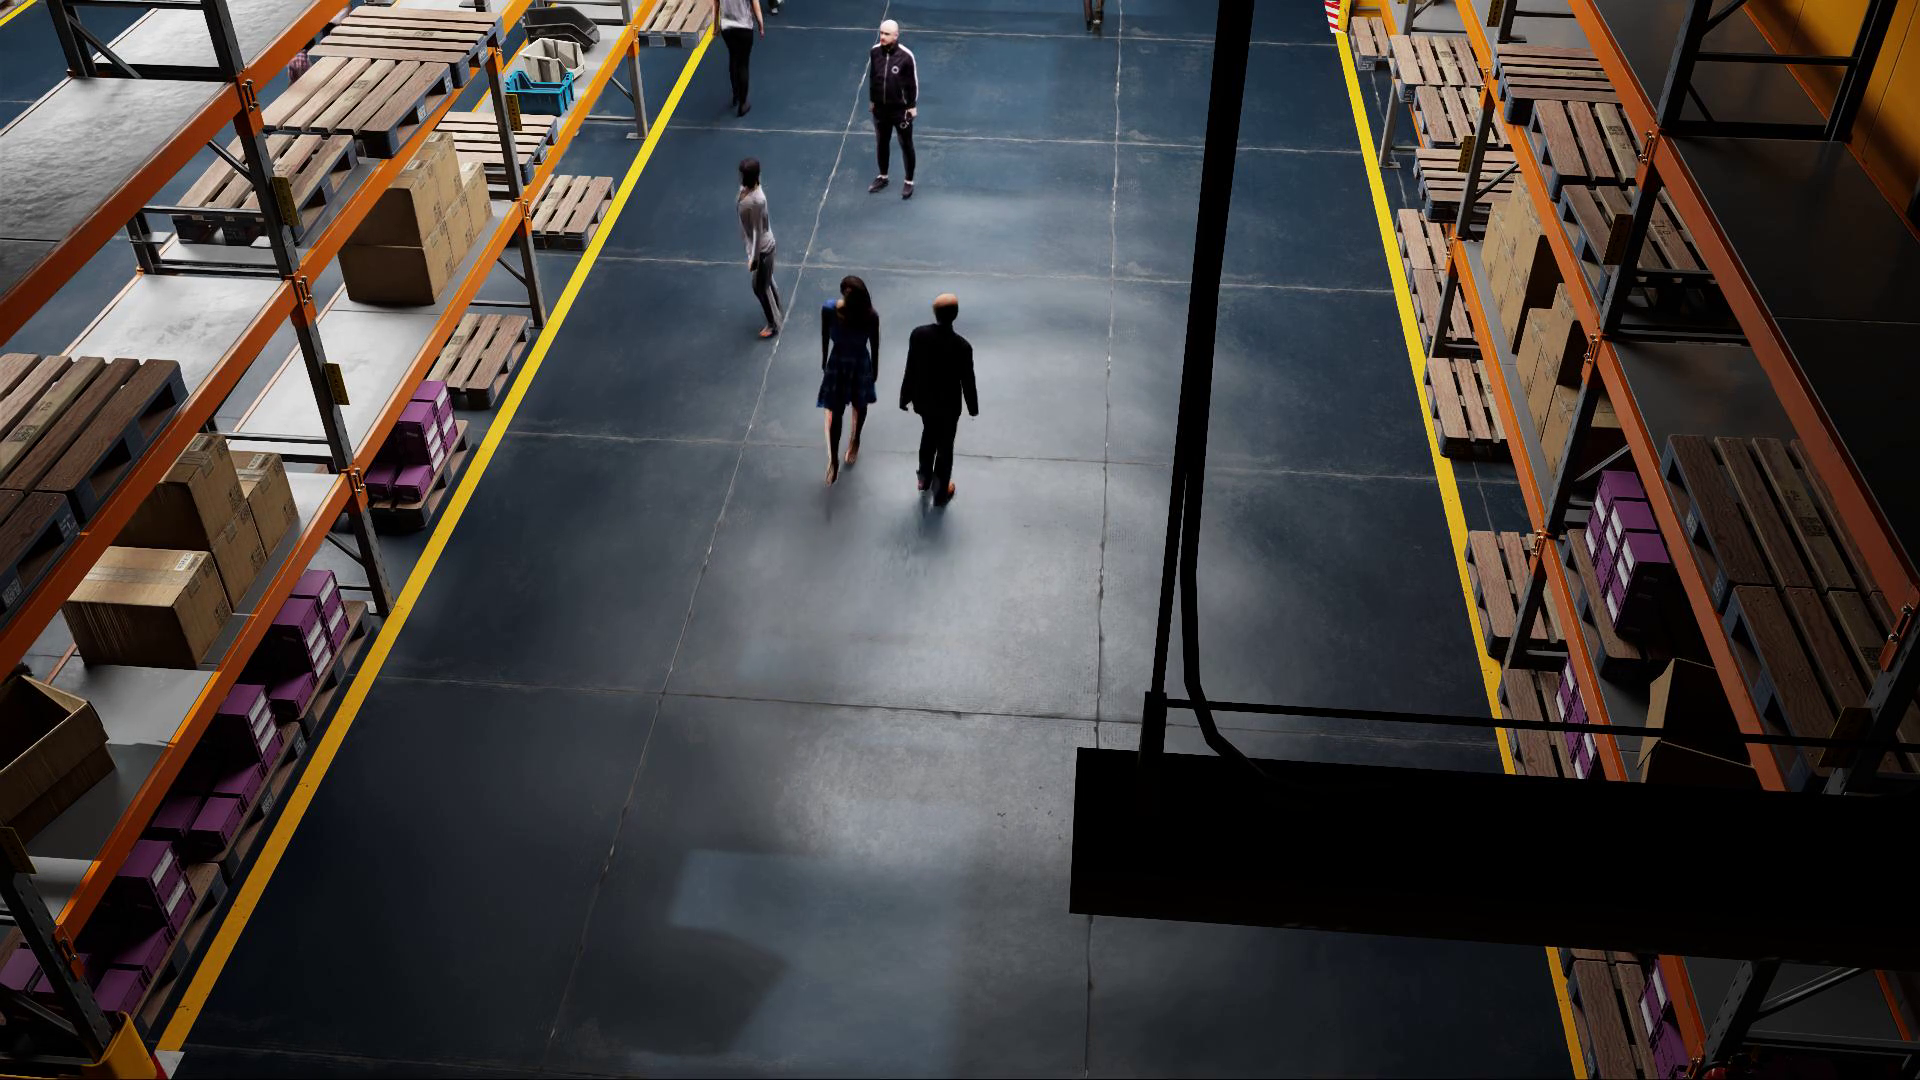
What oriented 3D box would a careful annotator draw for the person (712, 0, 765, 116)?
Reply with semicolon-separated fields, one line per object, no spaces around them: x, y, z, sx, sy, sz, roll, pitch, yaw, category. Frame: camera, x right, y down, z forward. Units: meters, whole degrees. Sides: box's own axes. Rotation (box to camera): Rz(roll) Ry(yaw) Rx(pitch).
-2.492;-5.605;18.361;0.742;1.851;0.741;7;39;8;person

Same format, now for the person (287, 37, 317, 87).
-6.433;-4.294;16.800;0.783;1.750;1.142;0;39;-1;person

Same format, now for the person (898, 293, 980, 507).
-0.204;-1.012;12.665;0.825;1.781;0.750;17;42;20;person

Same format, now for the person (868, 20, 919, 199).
-0.669;-4.378;16.837;0.755;1.835;0.706;16;41;19;person

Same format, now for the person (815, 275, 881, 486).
-0.843;-1.335;13.074;0.688;1.776;0.805;6;39;8;person

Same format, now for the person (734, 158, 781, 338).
-1.747;-2.631;14.724;0.910;1.742;0.699;-4;39;-4;person
